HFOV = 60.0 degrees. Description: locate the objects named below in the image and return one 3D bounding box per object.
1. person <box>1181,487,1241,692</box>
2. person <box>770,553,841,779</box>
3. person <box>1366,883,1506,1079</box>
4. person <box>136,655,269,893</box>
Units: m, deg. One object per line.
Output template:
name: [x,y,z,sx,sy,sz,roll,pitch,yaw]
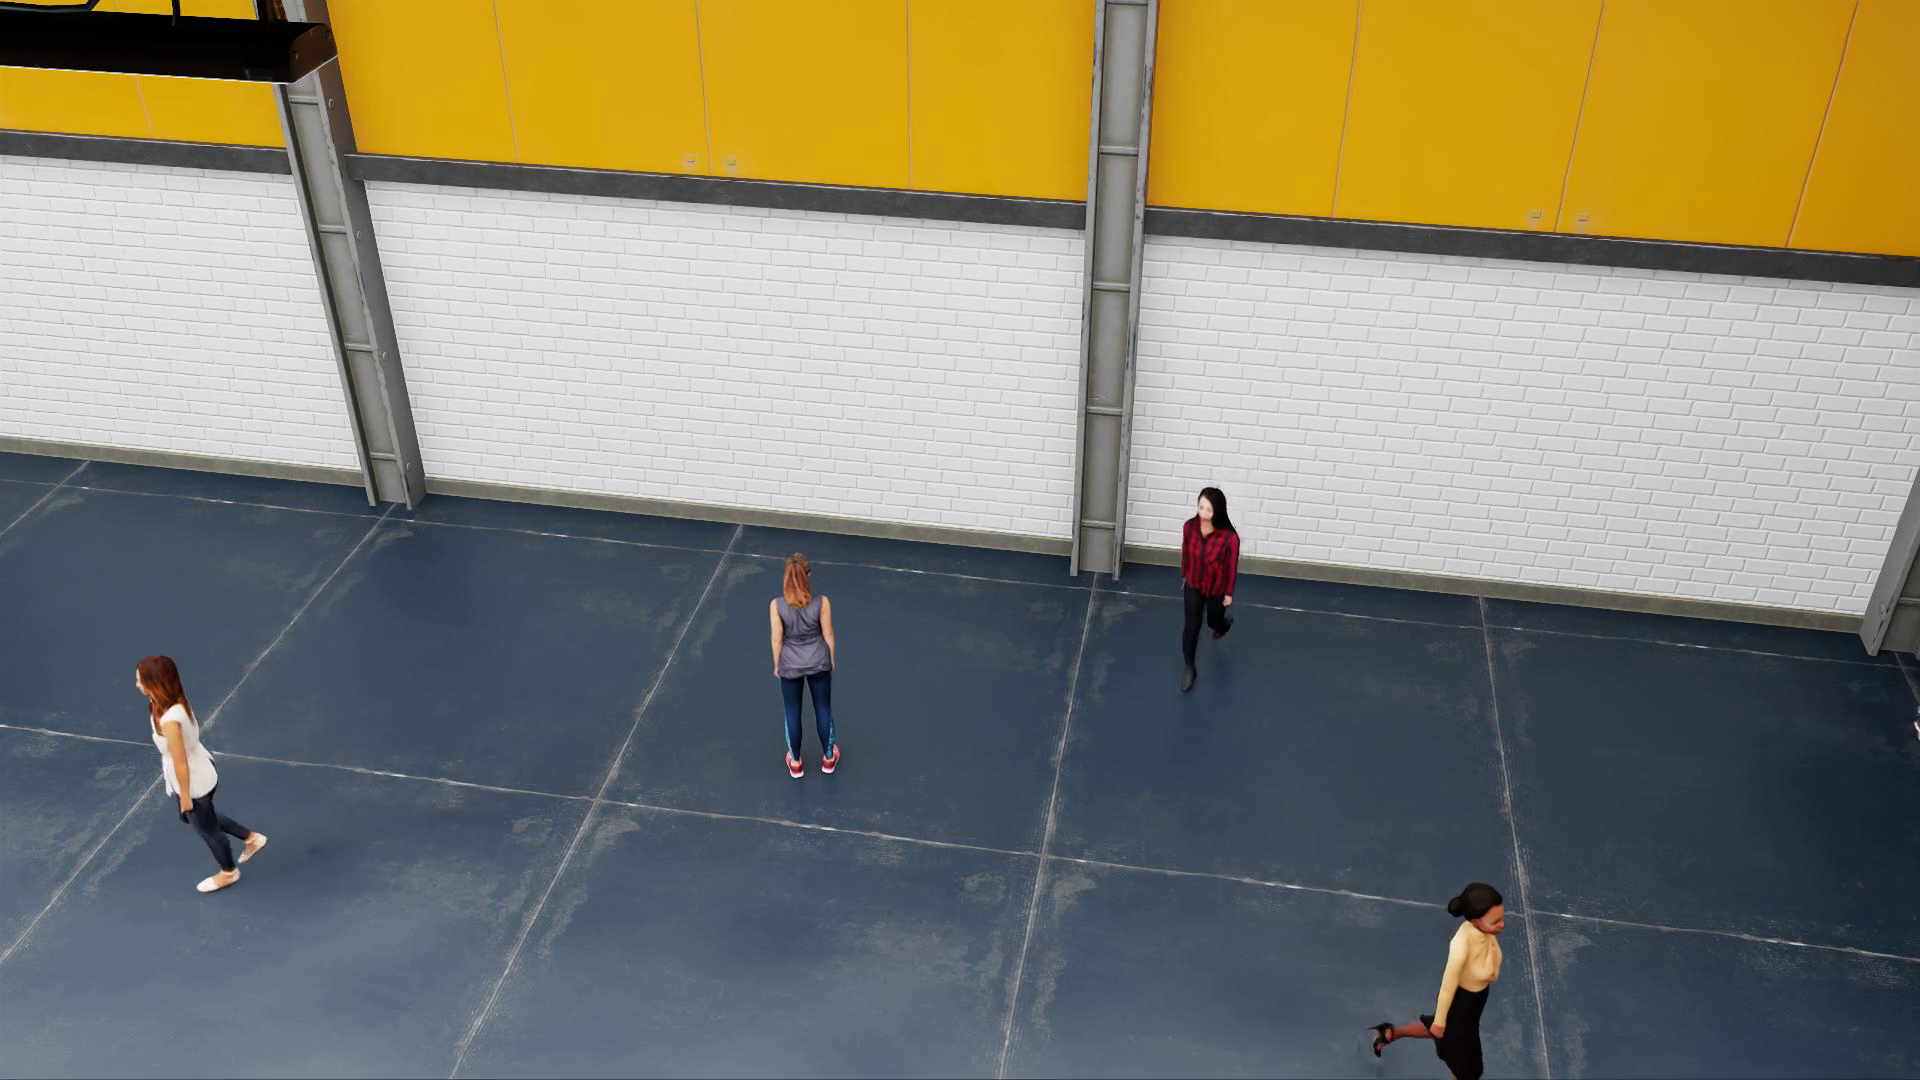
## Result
person: [1.786,0.281,11.804,0.946,1.631,0.829,19,38,26]
person: [-1.021,0.826,10.900,0.563,1.723,0.683,-5,34,-7]
person: [2.535,2.384,8.642,1.066,1.628,0.895,26,41,33]
person: [-4.527,1.389,10.006,0.842,1.777,0.780,-15,36,-21]
